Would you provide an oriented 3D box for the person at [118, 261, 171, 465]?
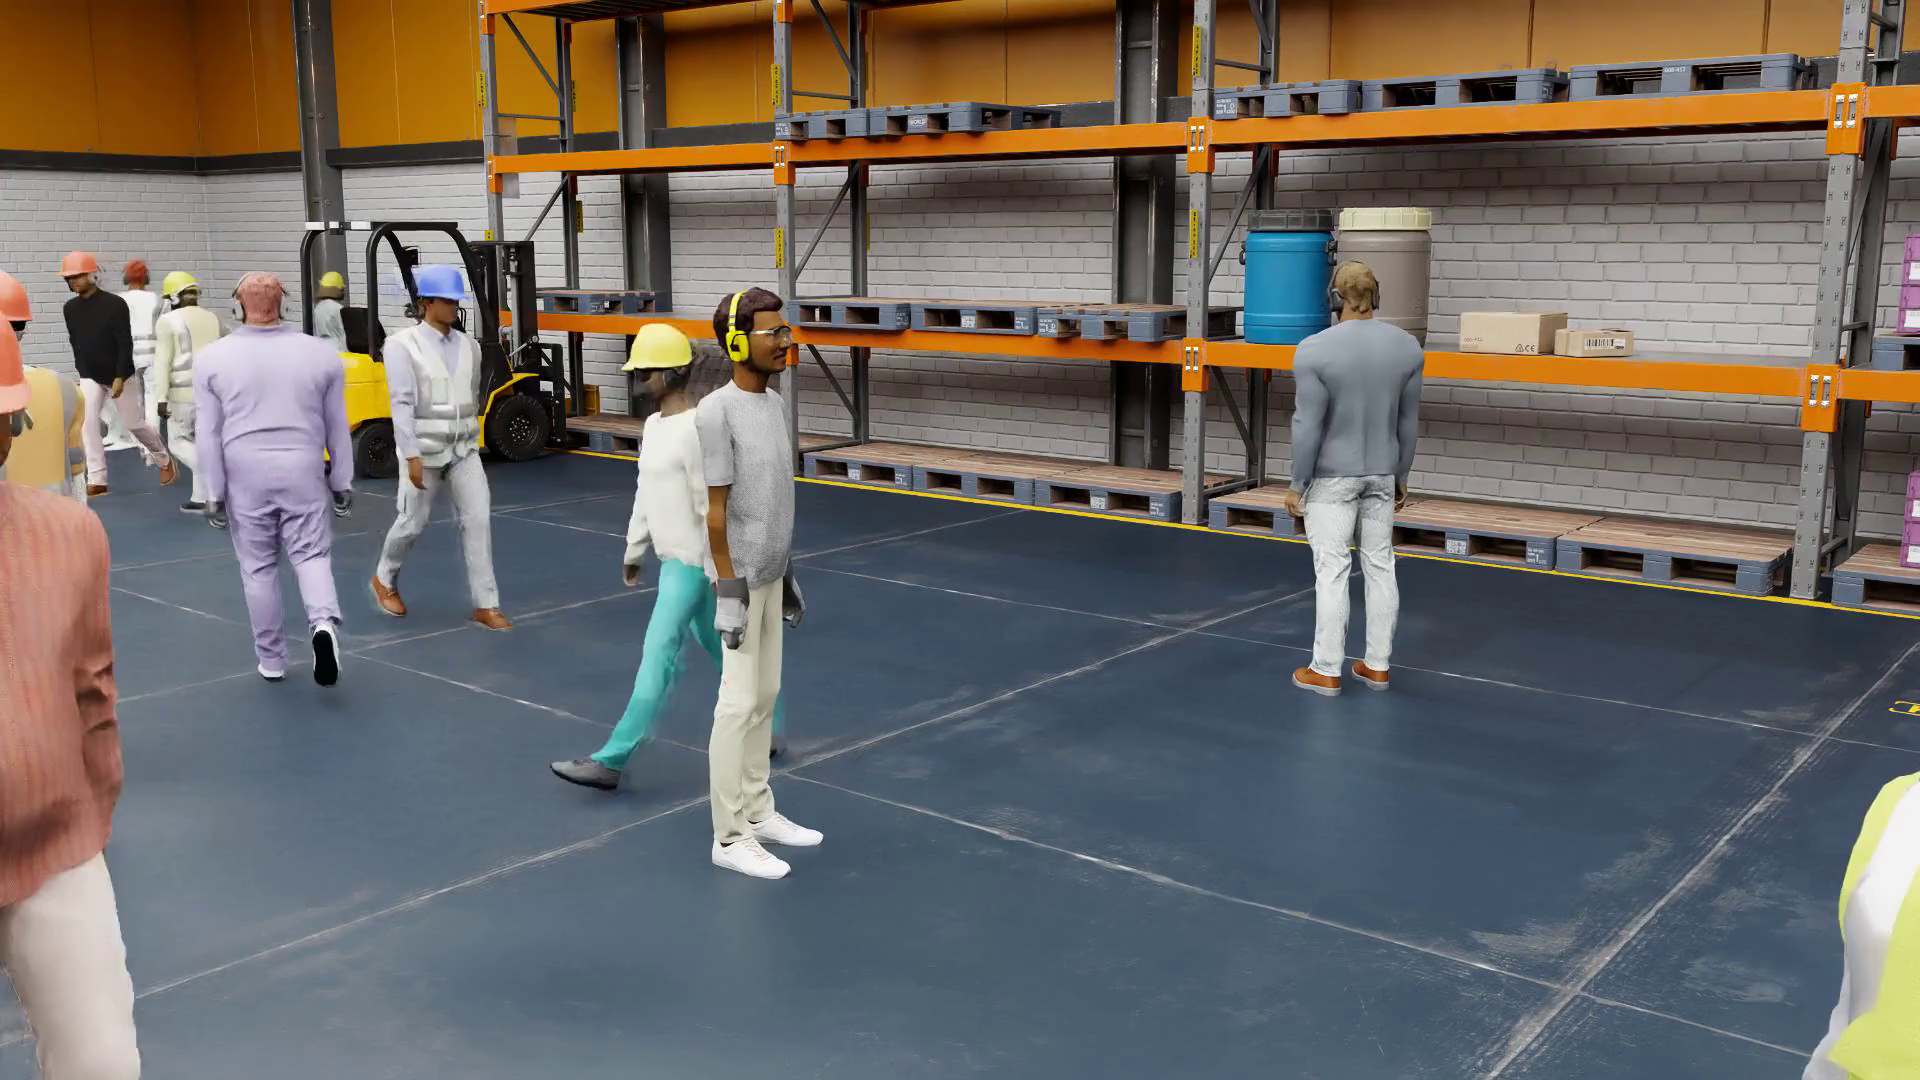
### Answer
[{"bbox_3d":[-7.464,-1.625,15.225,0.579,1.831,0.986,-3,11,-18],"label":"person"}]

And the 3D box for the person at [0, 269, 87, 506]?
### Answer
[{"bbox_3d":[-3.176,0.058,5.583,0.348,1.942,0.546,4,11,19],"label":"person"}]

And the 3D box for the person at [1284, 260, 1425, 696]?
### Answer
[{"bbox_3d":[1.737,-0.267,7.409,0.627,1.934,0.372,-3,11,-17],"label":"person"}]

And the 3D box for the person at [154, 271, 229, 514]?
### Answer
[{"bbox_3d":[-5.569,-1.059,12.183,0.647,1.799,0.630,5,11,24],"label":"person"}]

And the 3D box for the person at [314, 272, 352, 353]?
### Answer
[{"bbox_3d":[-6.366,-1.842,16.747,0.835,1.710,0.473,-10,14,-43],"label":"person"}]

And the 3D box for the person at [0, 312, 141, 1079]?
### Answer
[{"bbox_3d":[-1.726,0.544,2.857,0.859,1.962,0.612,7,12,34],"label":"person"}]

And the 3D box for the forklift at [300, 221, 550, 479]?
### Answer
[{"bbox_3d":[-4.922,-1.741,14.854,1.214,2.155,2.313,8,13,38],"label":"forklift"}]

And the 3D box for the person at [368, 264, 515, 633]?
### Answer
[{"bbox_3d":[-2.773,-0.486,8.716,0.962,1.917,0.597,8,13,39],"label":"person"}]

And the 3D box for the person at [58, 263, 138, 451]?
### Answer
[{"bbox_3d":[-8.243,-1.780,15.919,0.586,1.893,0.603,-3,11,-19],"label":"person"}]

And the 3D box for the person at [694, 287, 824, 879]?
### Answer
[{"bbox_3d":[-0.649,0.133,5.357,0.328,1.877,0.511,3,11,16],"label":"person"}]

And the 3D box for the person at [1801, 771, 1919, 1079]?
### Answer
[{"bbox_3d":[0.967,0.863,1.437,0.431,1.834,0.626,-3,11,-18],"label":"person"}]

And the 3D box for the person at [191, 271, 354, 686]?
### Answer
[{"bbox_3d":[-3.056,-0.254,7.462,0.653,1.890,0.718,-6,12,-28],"label":"person"}]

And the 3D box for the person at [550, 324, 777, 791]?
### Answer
[{"bbox_3d":[-1.092,0.062,6.184,0.935,1.712,0.550,-5,12,-27],"label":"person"}]

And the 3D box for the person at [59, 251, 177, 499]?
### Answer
[{"bbox_3d":[-6.758,-1.333,13.314,0.628,1.952,0.916,2,10,11],"label":"person"}]
